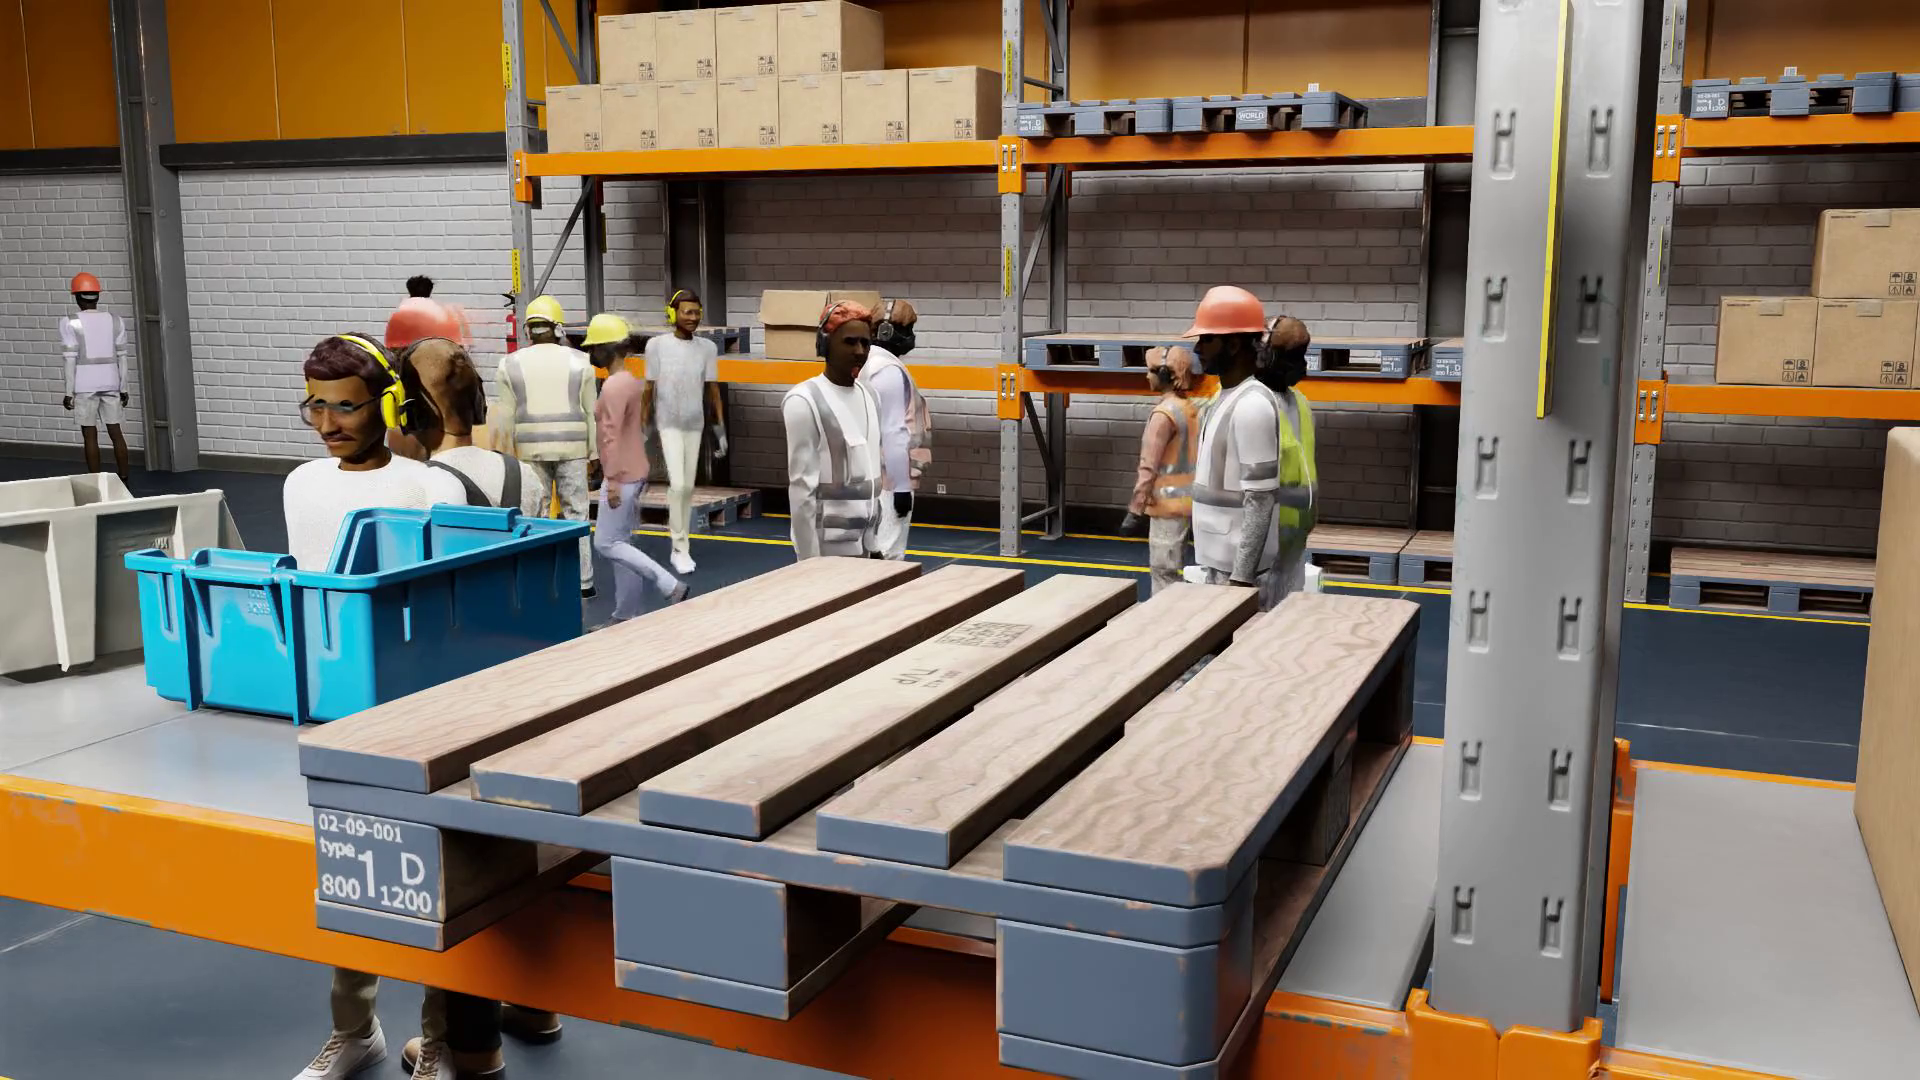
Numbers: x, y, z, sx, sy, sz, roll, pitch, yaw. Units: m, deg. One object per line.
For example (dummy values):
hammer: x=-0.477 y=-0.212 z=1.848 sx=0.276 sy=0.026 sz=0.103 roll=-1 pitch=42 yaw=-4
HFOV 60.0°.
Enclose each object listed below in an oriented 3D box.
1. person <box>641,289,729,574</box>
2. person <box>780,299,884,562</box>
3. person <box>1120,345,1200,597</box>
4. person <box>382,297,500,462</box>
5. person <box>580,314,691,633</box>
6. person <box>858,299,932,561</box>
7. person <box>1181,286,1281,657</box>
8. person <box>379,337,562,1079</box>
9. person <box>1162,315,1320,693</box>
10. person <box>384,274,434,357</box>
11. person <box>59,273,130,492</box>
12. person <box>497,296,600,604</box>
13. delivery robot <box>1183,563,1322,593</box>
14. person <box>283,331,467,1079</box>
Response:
person: x=-1.778 y=-0.699 z=10.833 sx=0.568 sy=1.843 sz=0.721 roll=-6 pitch=11 yaw=-33
person: x=-0.460 y=0.030 z=6.367 sx=0.361 sy=1.884 sz=0.574 roll=5 pitch=11 yaw=27
person: x=1.015 y=-0.124 z=8.060 sx=0.327 sy=1.630 sz=0.529 roll=4 pitch=10 yaw=21
person: x=-1.677 y=0.129 z=5.698 sx=0.847 sy=1.914 sz=0.543 roll=1 pitch=10 yaw=8
person: x=-1.771 y=-0.337 z=8.939 sx=0.504 sy=1.748 sz=0.541 roll=0 pitch=9 yaw=-3
person: x=-0.359 y=-0.294 z=8.443 sx=0.430 sy=1.840 sz=0.619 roll=-3 pitch=10 yaw=-16
person: x=0.974 y=0.049 z=6.086 sx=0.363 sy=1.935 sz=0.553 roll=0 pitch=9 yaw=0
person: x=-1.222 y=0.423 z=4.127 sx=0.329 sy=1.842 sz=0.509 roll=5 pitch=11 yaw=26
person: x=1.163 y=-0.007 z=6.791 sx=0.639 sy=1.821 sz=0.636 roll=8 pitch=13 yaw=41
person: x=-4.415 y=-1.216 z=13.705 sx=0.646 sy=1.954 sz=0.756 roll=-3 pitch=10 yaw=-17
person: x=-7.430 y=-1.317 z=14.275 sx=0.363 sy=1.934 sz=0.553 roll=7 pitch=12 yaw=36
person: x=-2.411 y=-0.517 z=9.822 sx=0.586 sy=1.823 sz=0.403 roll=-2 pitch=10 yaw=-12
delivery robot: x=1.538 y=0.243 z=8.777 sx=0.707 sy=0.478 sz=0.477 roll=-3 pitch=10 yaw=-17
person: x=-1.402 y=0.439 z=3.977 sx=0.512 sy=1.865 sz=0.329 roll=2 pitch=10 yaw=13
